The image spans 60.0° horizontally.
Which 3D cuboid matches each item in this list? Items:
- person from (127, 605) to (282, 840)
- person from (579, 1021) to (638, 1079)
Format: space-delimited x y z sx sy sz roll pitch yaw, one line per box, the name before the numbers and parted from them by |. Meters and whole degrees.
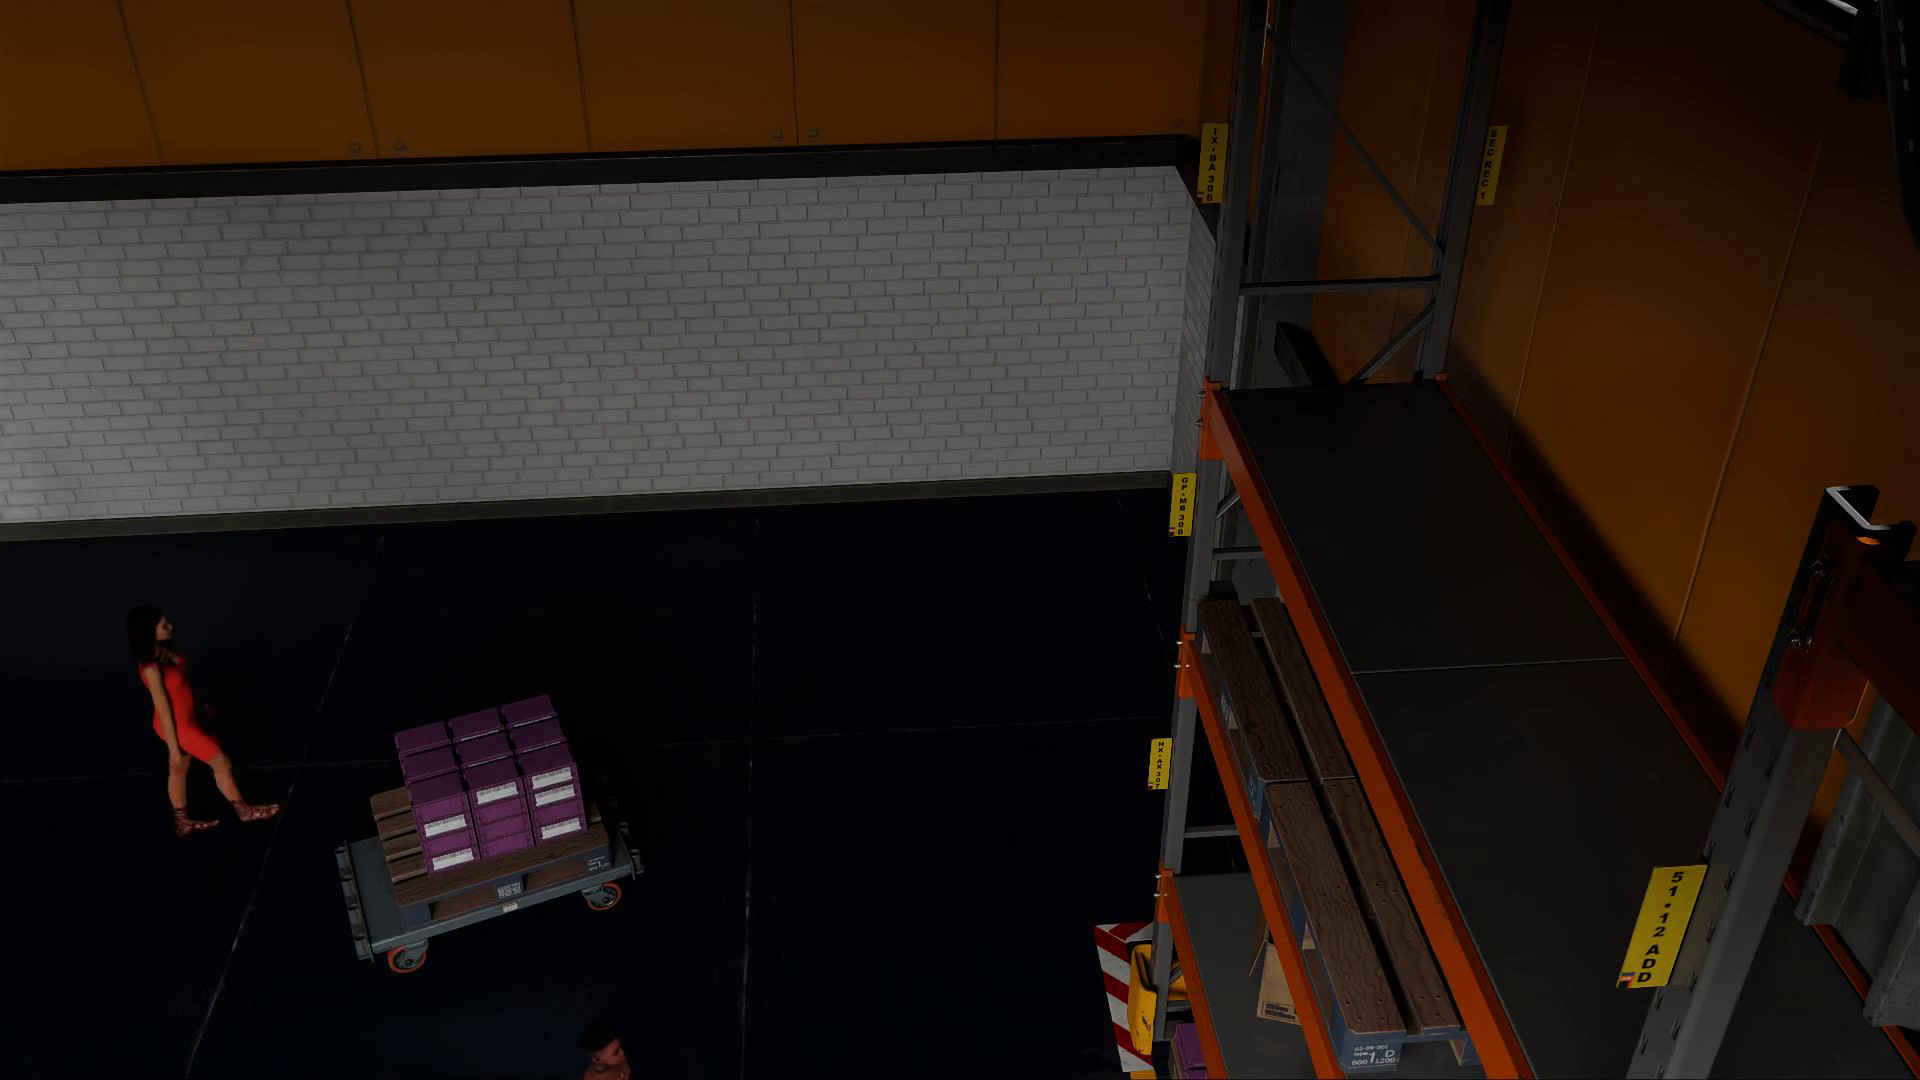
person | -4.829 1.149 10.094 0.837 1.698 0.884 -16 37 -22
person | -1.723 2.783 8.039 0.677 1.250 0.585 10 35 14
